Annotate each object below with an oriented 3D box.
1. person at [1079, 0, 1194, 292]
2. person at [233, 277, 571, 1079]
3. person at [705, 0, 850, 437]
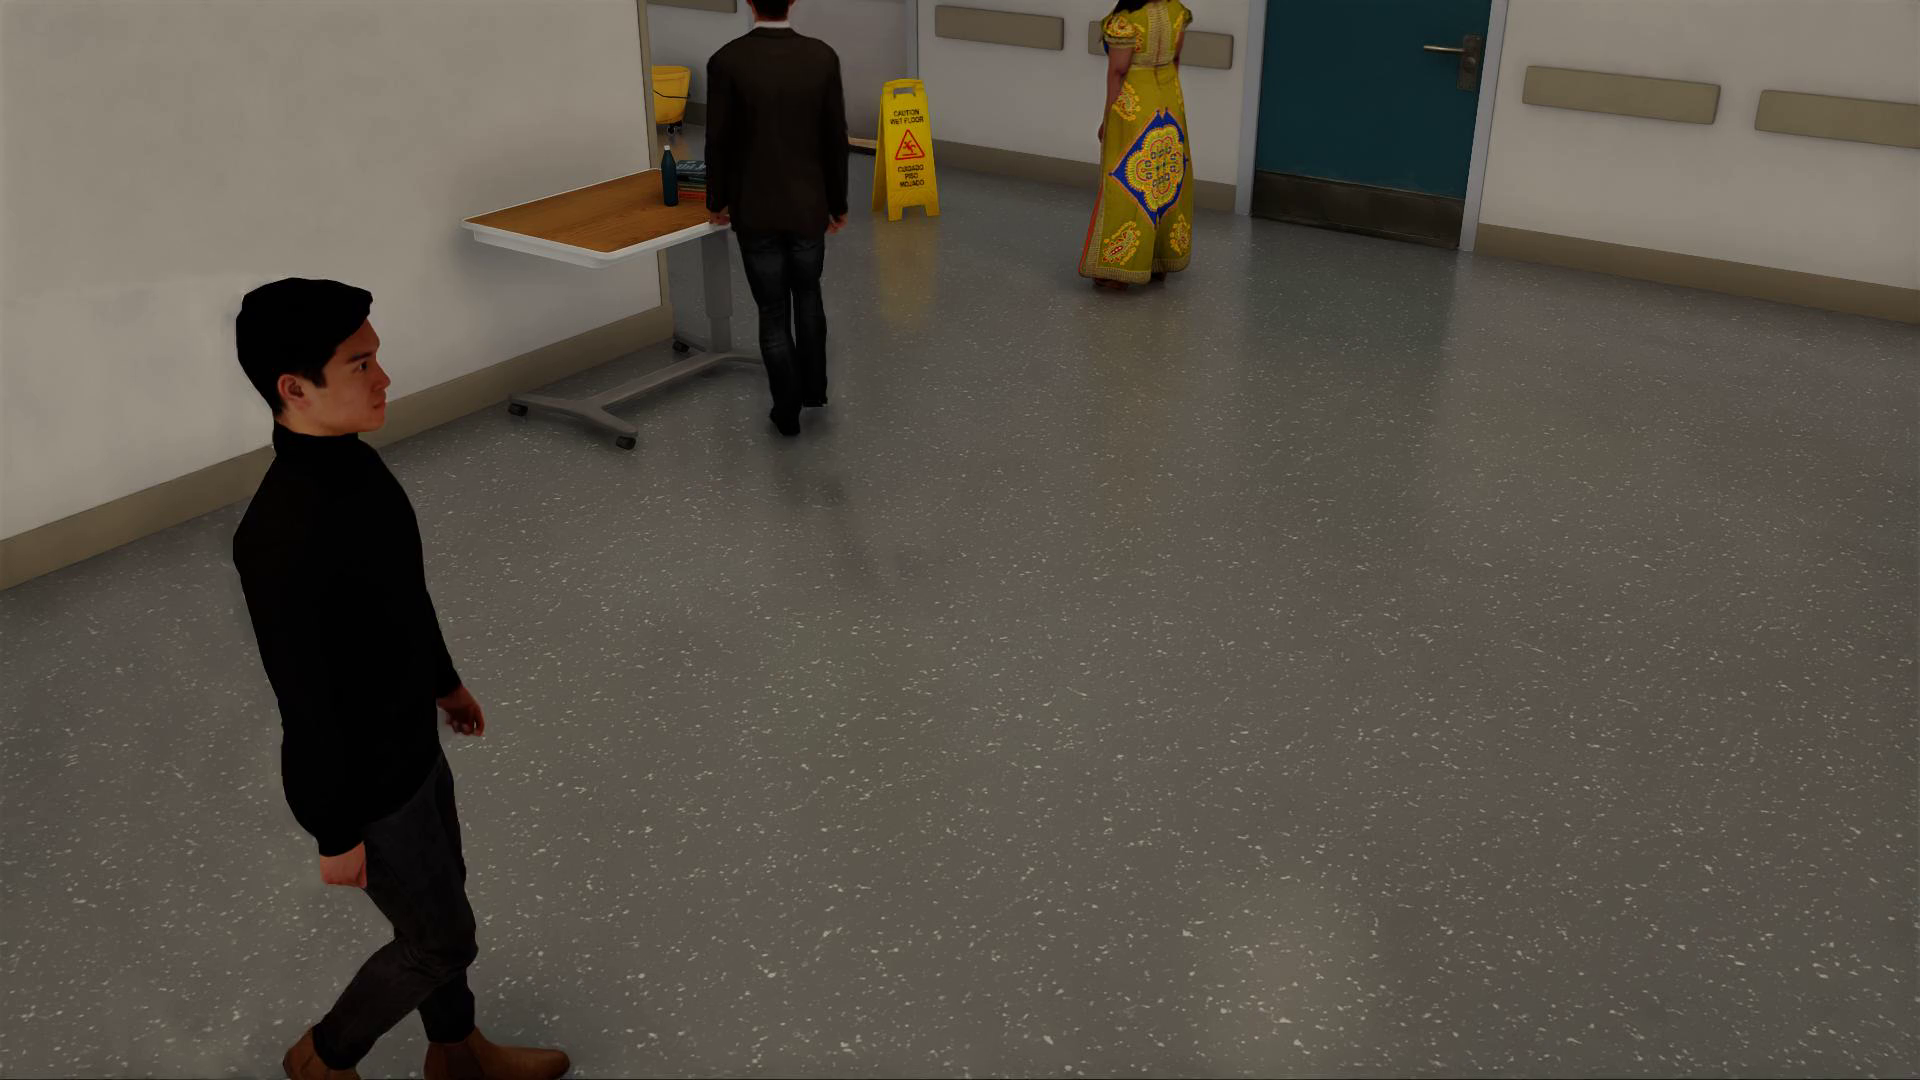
[{"bbox_3d":[0.879,-2.055,8.070,0.937,1.661,0.888,-20,32,-35],"label":"person"},{"bbox_3d":[-1.100,0.368,2.984,0.925,1.715,0.865,-3,26,-5],"label":"person"},{"bbox_3d":[-0.662,-1.235,6.222,0.795,1.791,0.826,-8,27,-16],"label":"person"}]
